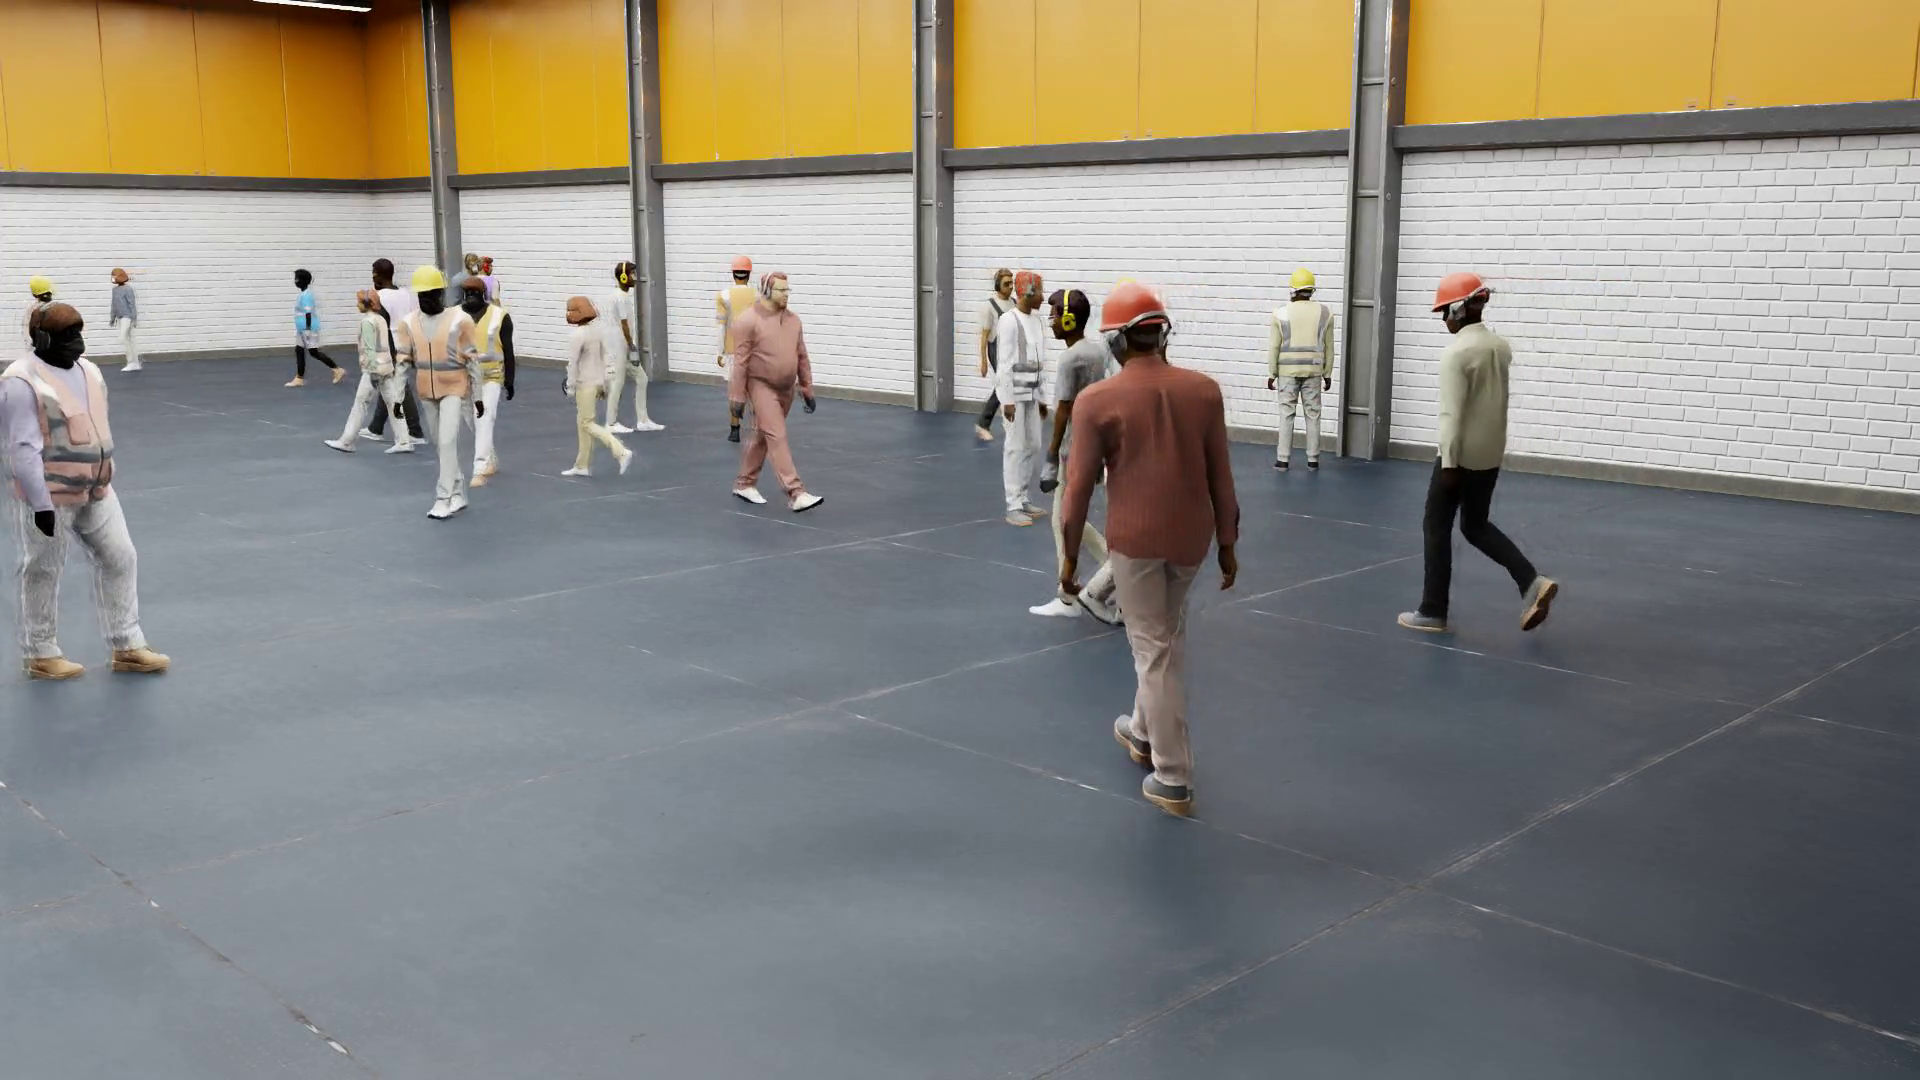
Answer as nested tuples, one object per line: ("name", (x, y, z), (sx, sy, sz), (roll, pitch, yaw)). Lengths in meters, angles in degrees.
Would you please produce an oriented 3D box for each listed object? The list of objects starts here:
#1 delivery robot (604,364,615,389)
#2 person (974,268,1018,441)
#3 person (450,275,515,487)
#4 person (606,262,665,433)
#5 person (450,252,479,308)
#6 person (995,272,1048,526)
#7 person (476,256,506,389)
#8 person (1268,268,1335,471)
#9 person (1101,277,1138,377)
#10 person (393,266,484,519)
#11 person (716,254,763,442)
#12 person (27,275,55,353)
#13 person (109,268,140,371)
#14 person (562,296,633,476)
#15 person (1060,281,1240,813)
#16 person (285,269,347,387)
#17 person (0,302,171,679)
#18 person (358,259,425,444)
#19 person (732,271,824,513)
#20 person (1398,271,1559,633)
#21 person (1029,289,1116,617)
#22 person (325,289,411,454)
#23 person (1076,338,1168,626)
("delivery robot", (-4.813, -2.187, 21.869), (0.707, 0.478, 0.477), (7, 12, 34))
("person", (0.410, -1.865, 16.969), (0.510, 1.812, 0.945), (-10, 14, -44))
("person", (-4.189, -1.397, 14.486), (0.622, 1.800, 0.966), (0, 10, 2))
("person", (-3.504, -2.059, 17.909), (0.776, 1.839, 0.542), (-1, 10, -7))
("person", (-7.289, -3.315, 24.654), (0.963, 1.898, 0.659), (8, 13, 36))
("person", (0.436, -1.039, 12.330), (0.400, 1.858, 0.625), (6, 12, 30))
("person", (-6.579, -2.994, 23.027), (0.563, 1.838, 0.388), (4, 11, 23))
("person", (3.075, -1.531, 15.047), (0.600, 1.836, 0.404), (0, 10, 0))
("person", (1.710, -1.742, 16.524), (0.515, 1.702, 0.837), (-7, 13, -35))
("person", (-3.971, -1.099, 12.524), (0.612, 1.889, 0.871), (2, 11, 11))
("person", (-2.250, -1.984, 17.244), (0.551, 1.934, 0.372), (-2, 11, -13))
("person", (-9.579, -1.923, 17.511), (0.365, 1.718, 0.696), (-1, 10, -6))
("person", (-13.153, -3.448, 26.105), (0.501, 1.619, 0.498), (8, 13, 39))
("person", (-3.212, -1.338, 14.622), (0.686, 1.612, 0.503), (2, 11, 13))
("person", (0.672, 0.001, 6.387), (0.645, 1.944, 0.963), (-4, 11, -21))
("person", (-9.125, -2.985, 23.441), (0.758, 1.673, 0.537), (-5, 12, -27))
("person", (-4.192, -0.216, 7.941), (0.772, 1.811, 0.658), (2, 11, 12))
("person", (-5.930, -1.919, 17.025), (0.910, 1.880, 0.625), (1, 10, 7))
("person", (-1.429, -1.154, 12.964), (1.055, 1.851, 0.659), (8, 13, 38))
("person", (2.788, -0.440, 8.822), (0.629, 1.946, 0.729), (-9, 14, -40))
("person", (0.666, -0.461, 9.211), (0.485, 1.848, 0.519), (4, 11, 22))
("person", (-5.781, -1.628, 16.190), (0.832, 1.597, 0.543), (0, 10, 0))
("person", (0.910, -0.306, 8.944), (0.389, 1.622, 0.550), (1, 10, 8))
